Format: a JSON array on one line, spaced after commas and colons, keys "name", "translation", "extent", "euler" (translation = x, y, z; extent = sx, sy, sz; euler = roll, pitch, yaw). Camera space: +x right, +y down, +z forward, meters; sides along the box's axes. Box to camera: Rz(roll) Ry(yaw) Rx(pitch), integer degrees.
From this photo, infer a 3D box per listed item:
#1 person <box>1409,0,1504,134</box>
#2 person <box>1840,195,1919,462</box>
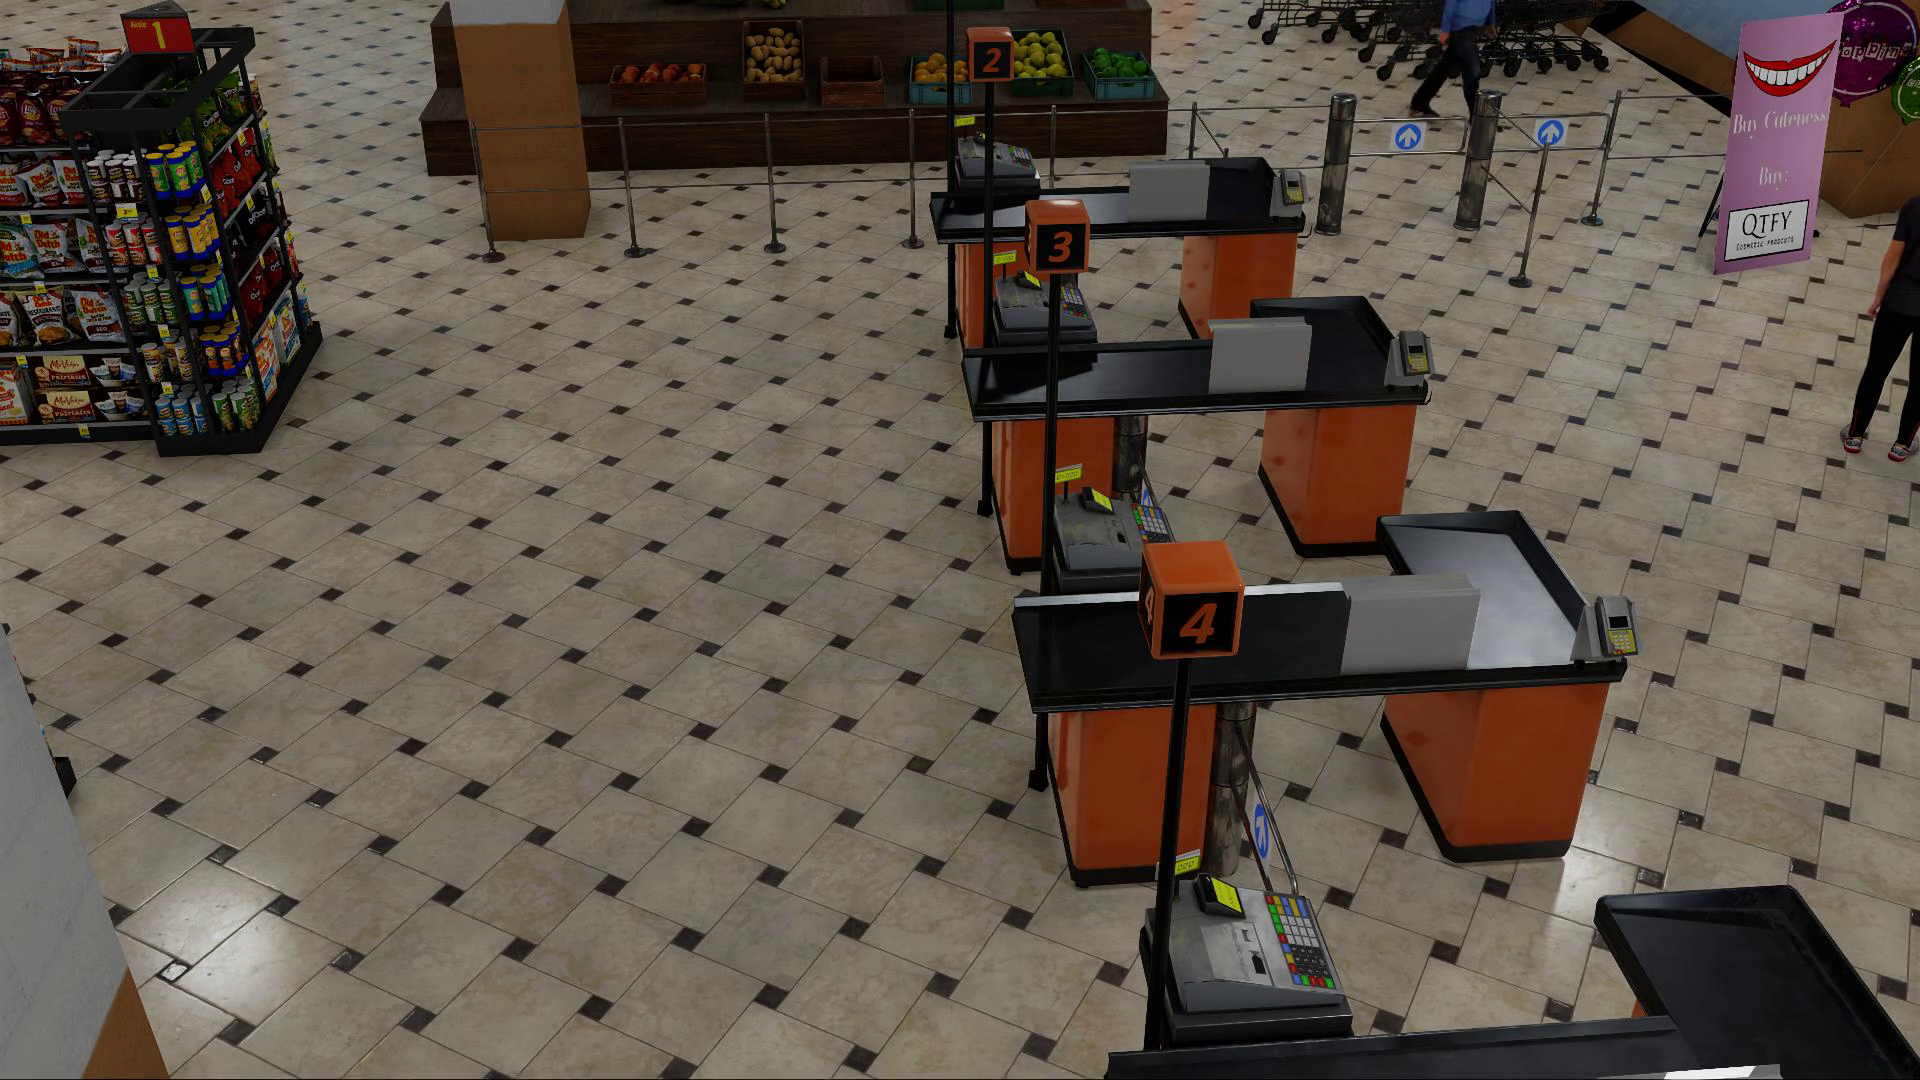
[{"name": "person", "translation": [4.175, -4.348, 13.972], "extent": [1.188, 1.772, 1.199], "euler": [-27, 41, -36]}, {"name": "person", "translation": [5.212, -1.273, 9.036], "extent": [0.685, 1.764, 0.776], "euler": [18, 36, 27]}]
